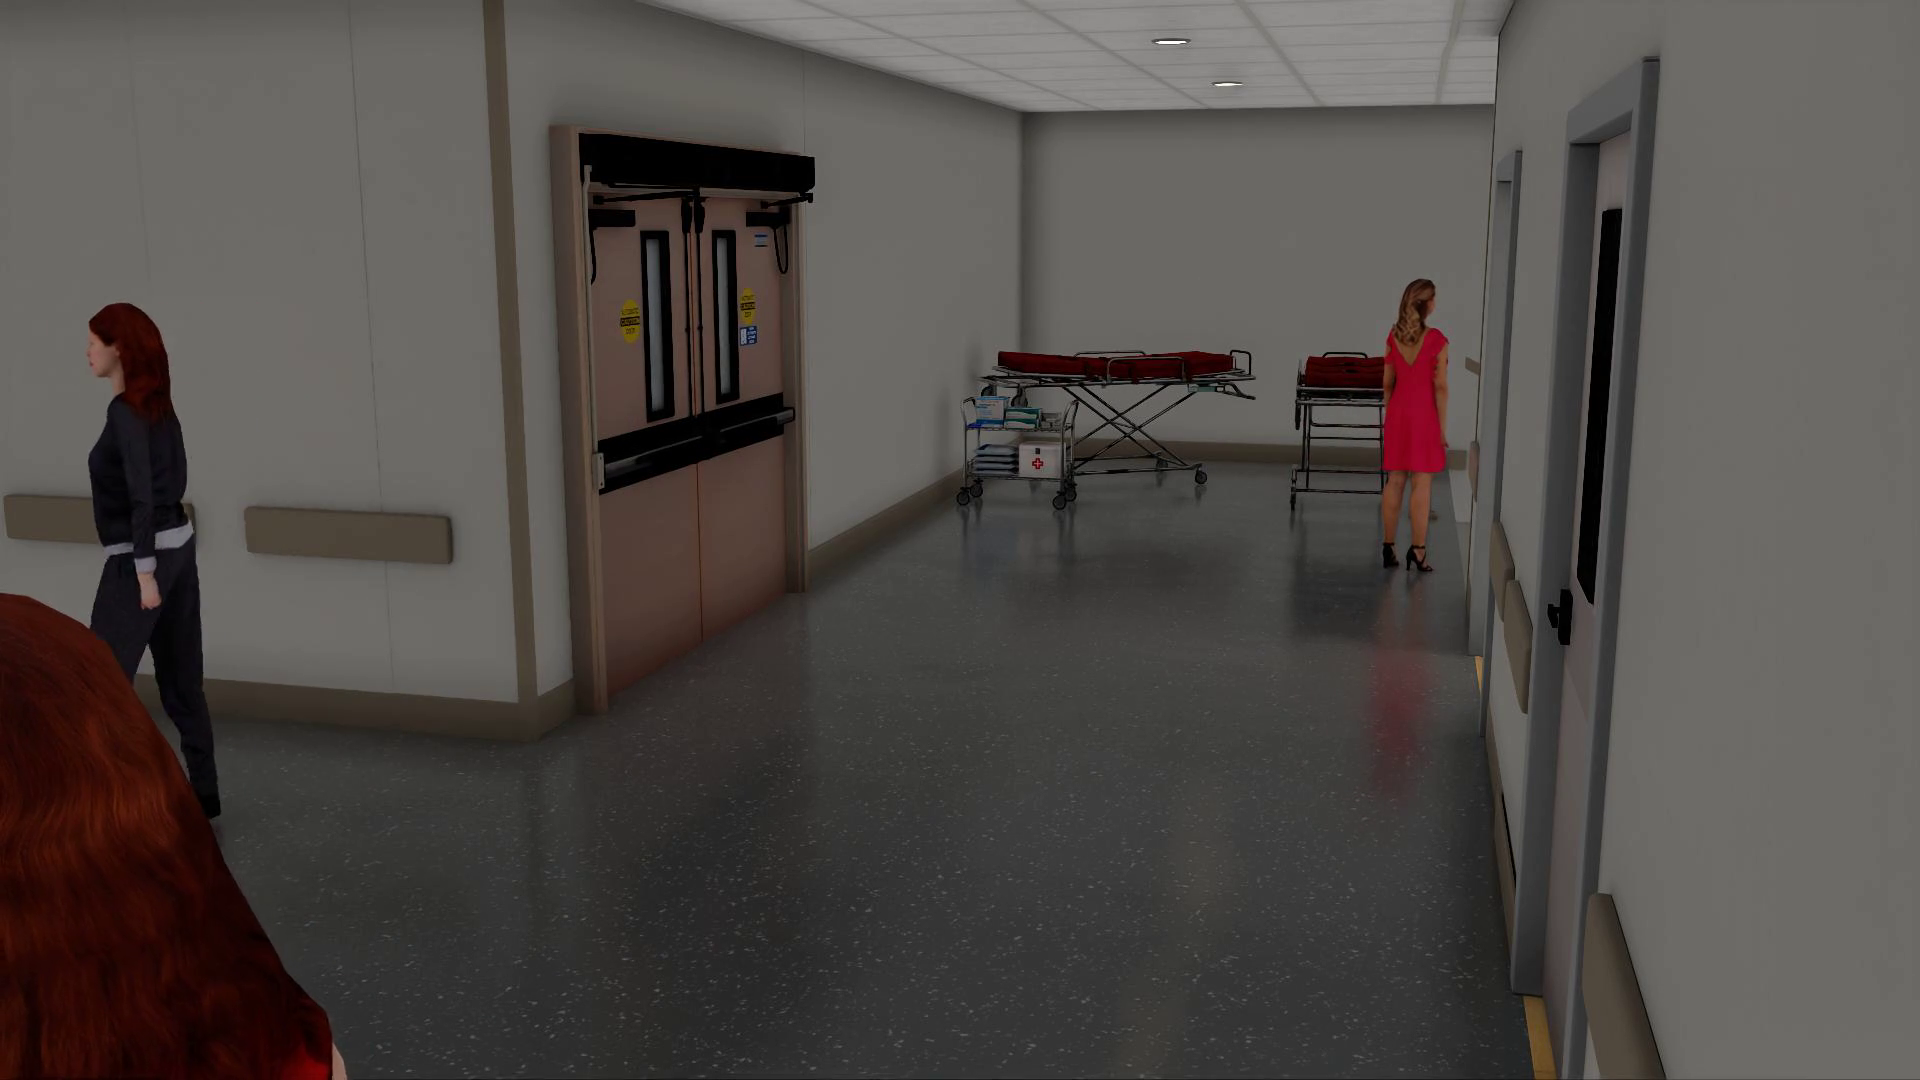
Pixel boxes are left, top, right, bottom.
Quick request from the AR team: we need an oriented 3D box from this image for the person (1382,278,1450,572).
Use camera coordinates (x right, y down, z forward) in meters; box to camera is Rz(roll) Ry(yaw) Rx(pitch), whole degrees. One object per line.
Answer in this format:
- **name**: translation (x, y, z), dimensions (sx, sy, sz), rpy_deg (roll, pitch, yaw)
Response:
- **person**: translation (2.680, -0.689, 9.866), dimensions (0.693, 1.728, 0.662), rpy_deg (-10, 15, -42)

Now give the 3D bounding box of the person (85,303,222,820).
- **person**: translation (-2.635, 0.103, 5.604), dimensions (0.754, 1.761, 0.680), rpy_deg (-2, 11, -11)
